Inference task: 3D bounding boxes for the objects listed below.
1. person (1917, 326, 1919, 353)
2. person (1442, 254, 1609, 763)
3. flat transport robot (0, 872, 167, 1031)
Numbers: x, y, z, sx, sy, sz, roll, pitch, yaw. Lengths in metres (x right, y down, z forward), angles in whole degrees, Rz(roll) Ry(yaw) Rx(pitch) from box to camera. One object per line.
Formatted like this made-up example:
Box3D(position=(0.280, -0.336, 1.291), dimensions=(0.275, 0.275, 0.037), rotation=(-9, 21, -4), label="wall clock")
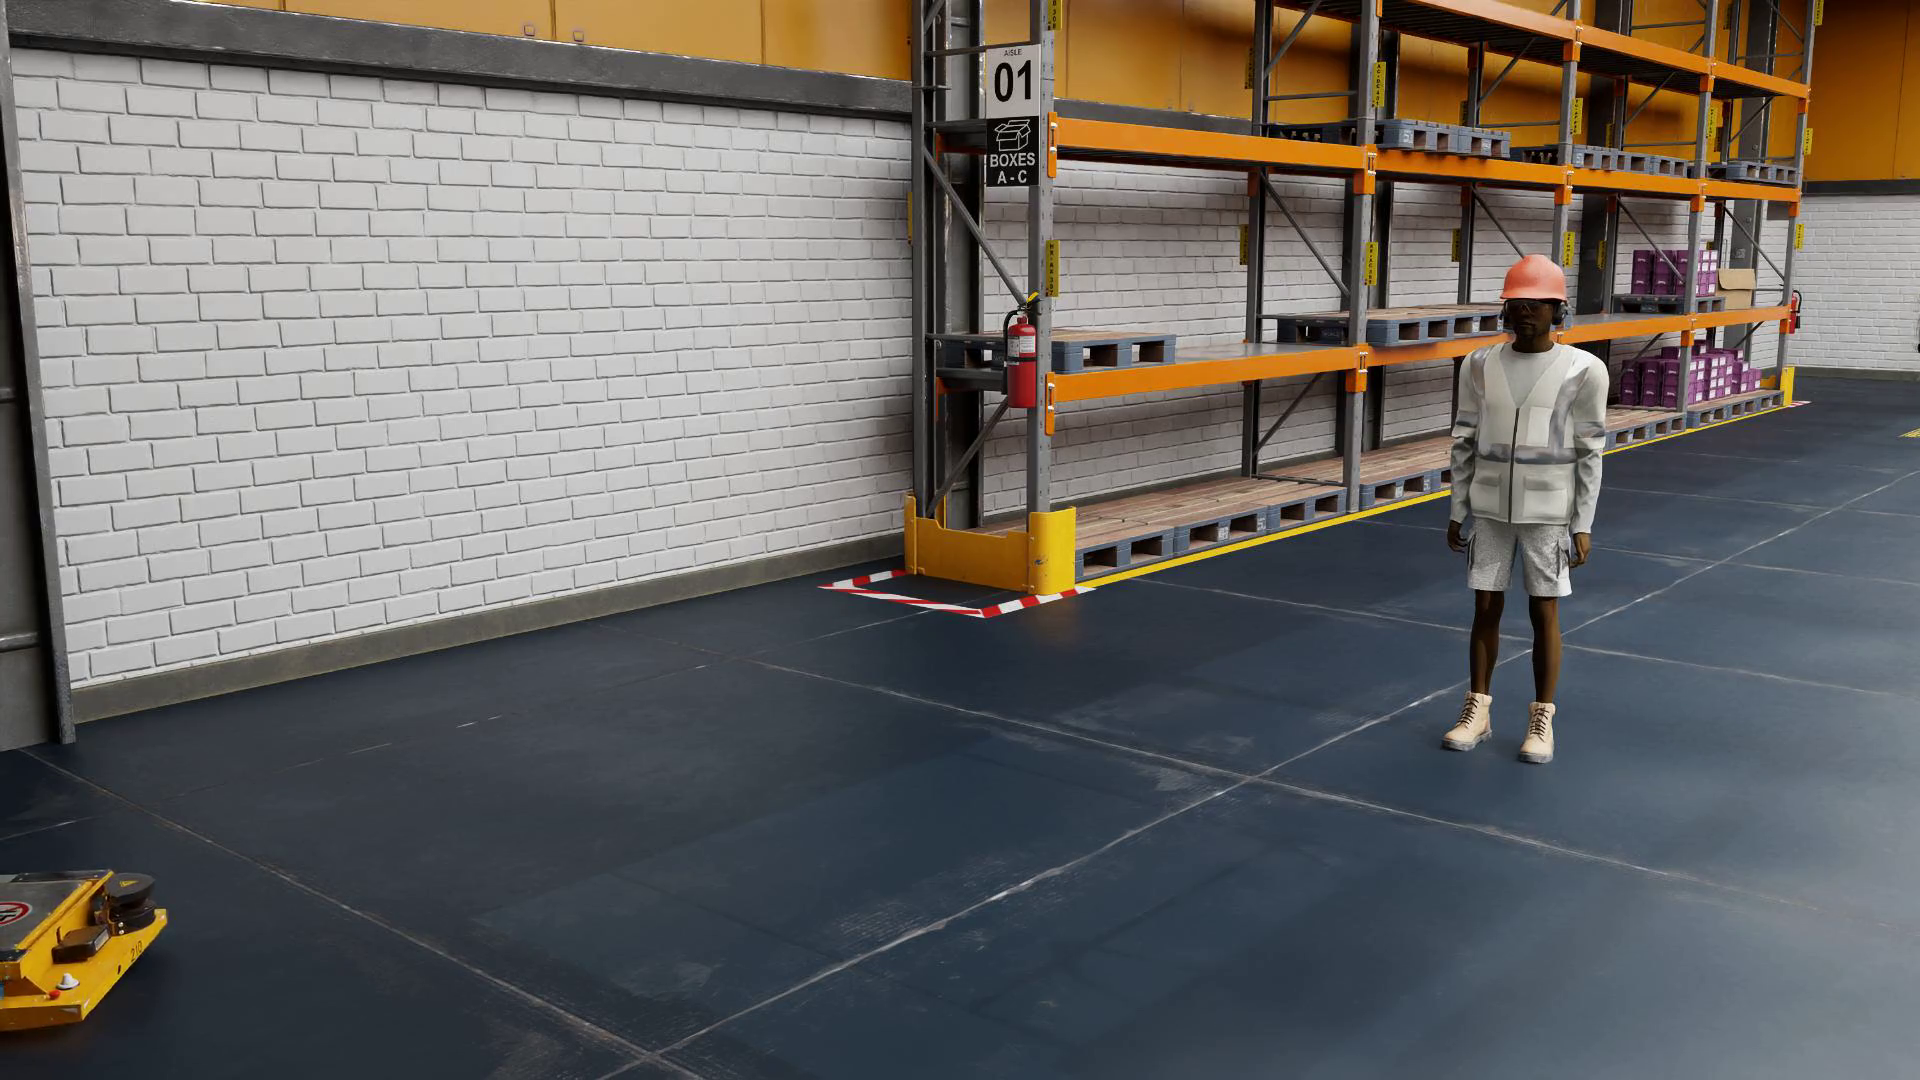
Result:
Box3D(position=(12.305, -2.447, 20.676), dimensions=(0.637, 1.808, 0.655), rotation=(-2, 10, -12), label="person")
Box3D(position=(2.276, -0.121, 6.755), dimensions=(0.607, 2.048, 0.370), rotation=(7, 12, 34), label="person")
Box3D(position=(-3.057, 1.146, 4.592), dimensions=(1.431, 0.197, 0.652), rotation=(-1, 10, -7), label="flat transport robot")
